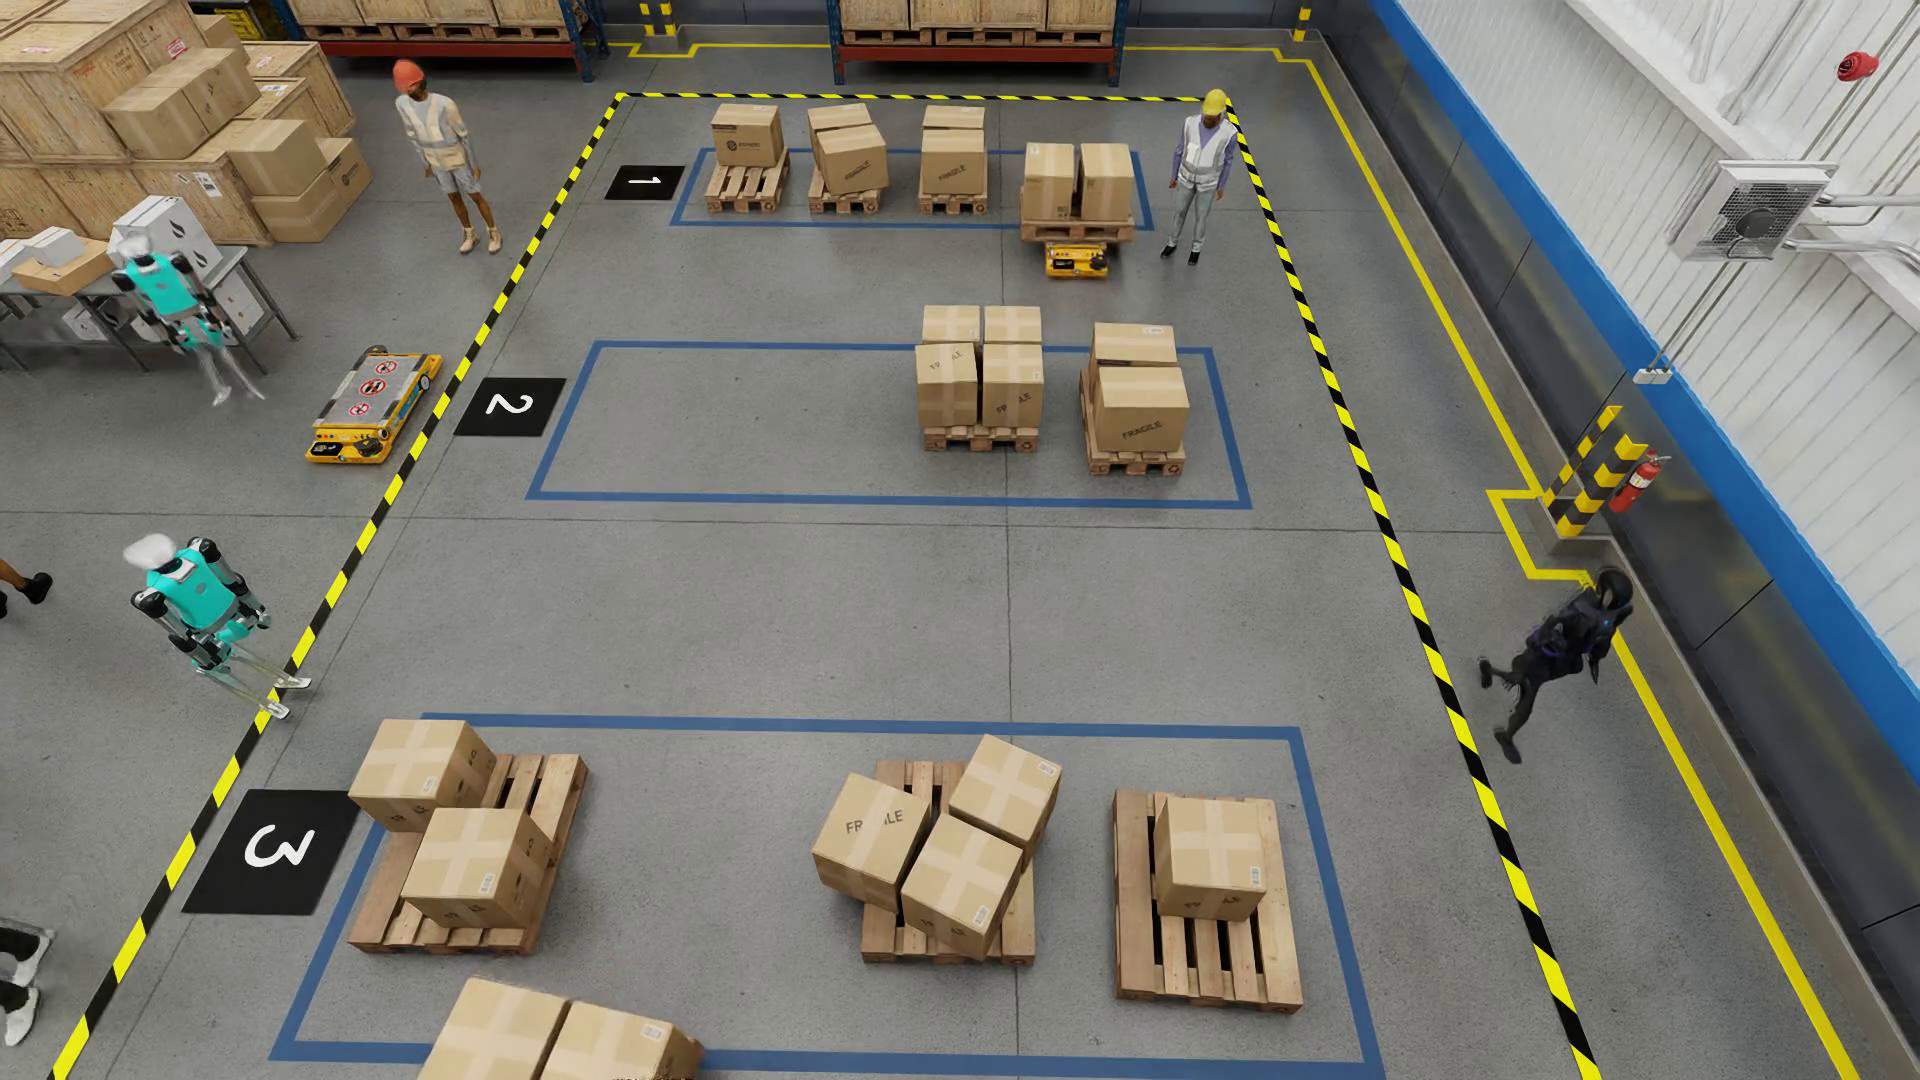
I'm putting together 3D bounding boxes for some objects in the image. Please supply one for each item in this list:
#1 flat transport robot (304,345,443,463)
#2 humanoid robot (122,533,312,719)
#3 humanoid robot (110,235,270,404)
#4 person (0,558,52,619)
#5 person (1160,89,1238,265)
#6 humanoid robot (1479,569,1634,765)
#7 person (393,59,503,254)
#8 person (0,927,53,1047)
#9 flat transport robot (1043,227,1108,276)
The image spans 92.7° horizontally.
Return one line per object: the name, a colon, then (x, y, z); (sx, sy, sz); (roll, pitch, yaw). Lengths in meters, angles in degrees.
flat transport robot: (-5.383, -1.269, 8.441); (0.659, 0.231, 1.431); (1, 50, 1)
humanoid robot: (-4.843, 0.541, 5.859); (0.735, 1.677, 0.533); (10, 50, 8)
humanoid robot: (-6.763, -1.938, 8.042); (0.591, 1.774, 0.849); (-32, 57, -24)
person: (-7.320, -0.151, 6.402); (0.544, 1.938, 0.359); (-26, 55, -21)
person: (2.470, -3.742, 9.508); (0.598, 1.831, 0.404); (20, 53, 16)
humanoid robot: (3.789, 0.714, 5.874); (0.600, 1.655, 0.743); (-6, 50, -5)
person: (-5.328, -3.941, 9.540); (0.607, 2.044, 0.391); (2, 50, 2)
person: (-5.415, 2.060, 4.601); (0.604, 1.824, 0.738); (0, 50, 0)
flat transport robot: (1.270, -3.445, 10.263); (0.652, 0.197, 1.431); (1, 50, 1)
